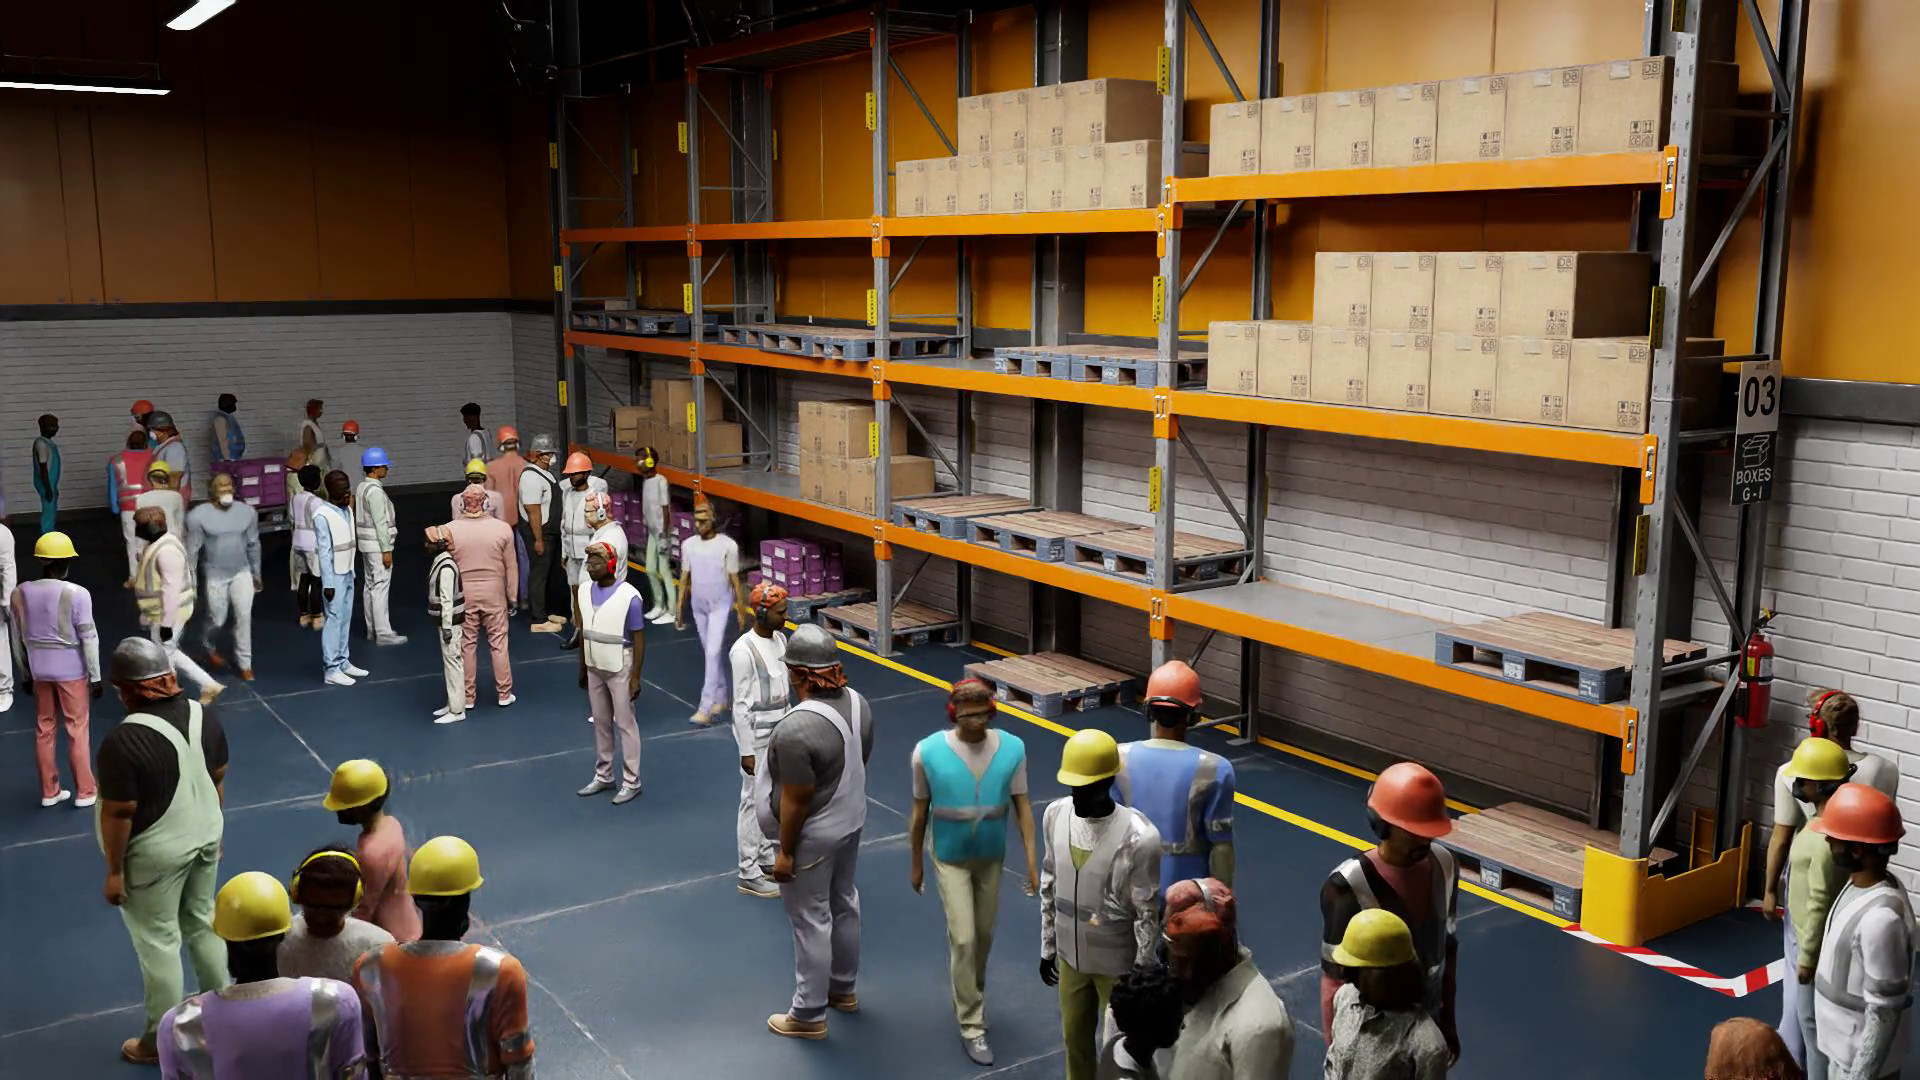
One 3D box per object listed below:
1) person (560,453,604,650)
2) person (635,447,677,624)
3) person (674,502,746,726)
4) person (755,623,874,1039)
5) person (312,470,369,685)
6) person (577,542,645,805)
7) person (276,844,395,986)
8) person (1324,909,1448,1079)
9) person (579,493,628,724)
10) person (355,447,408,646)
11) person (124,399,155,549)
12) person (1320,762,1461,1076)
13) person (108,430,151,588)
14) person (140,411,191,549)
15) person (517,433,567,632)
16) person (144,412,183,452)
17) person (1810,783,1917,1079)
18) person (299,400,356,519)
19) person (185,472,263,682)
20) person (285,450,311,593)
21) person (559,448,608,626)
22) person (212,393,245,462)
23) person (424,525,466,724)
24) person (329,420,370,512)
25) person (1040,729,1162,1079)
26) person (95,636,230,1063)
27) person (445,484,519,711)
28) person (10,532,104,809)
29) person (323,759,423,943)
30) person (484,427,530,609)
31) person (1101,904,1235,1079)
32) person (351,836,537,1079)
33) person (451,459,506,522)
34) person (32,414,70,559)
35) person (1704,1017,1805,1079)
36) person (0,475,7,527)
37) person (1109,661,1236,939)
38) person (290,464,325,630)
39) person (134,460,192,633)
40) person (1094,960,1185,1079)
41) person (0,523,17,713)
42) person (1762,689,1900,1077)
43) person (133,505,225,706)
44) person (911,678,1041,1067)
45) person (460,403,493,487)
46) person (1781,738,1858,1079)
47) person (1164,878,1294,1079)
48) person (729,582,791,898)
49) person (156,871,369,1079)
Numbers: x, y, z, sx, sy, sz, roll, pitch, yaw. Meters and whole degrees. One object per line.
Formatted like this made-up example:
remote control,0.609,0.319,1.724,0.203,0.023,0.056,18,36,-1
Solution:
person,-3.628,0.123,15.996,0.542,1.939,0.364,5,11,28
person,-3.148,-0.052,17.311,0.351,1.851,0.560,-7,12,-37
person,-2.097,0.606,13.507,0.552,1.815,0.869,4,11,23
person,-0.746,1.405,8.170,0.537,2.000,0.683,5,11,25
person,-5.572,0.325,14.869,0.371,1.916,0.597,0,10,1
person,-2.428,0.914,11.625,0.568,1.844,0.374,6,12,33
person,-2.186,1.902,5.877,0.550,1.831,0.575,2,10,10
person,1.346,2.025,5.406,0.323,1.741,0.490,-5,11,-29
person,-2.913,0.550,13.624,0.401,1.900,0.650,-1,10,-7
person,-5.717,0.061,16.329,0.384,1.948,0.605,-7,12,-34
person,-10.446,-0.814,21.358,0.407,1.986,0.621,0,10,3
person,1.579,1.778,6.024,0.612,2.031,0.404,-6,11,-29
person,-9.489,-0.356,19.279,0.640,1.799,0.706,-6,11,-30
person,-9.235,-0.498,19.342,0.535,2.000,0.688,-7,12,-36
person,-4.214,-0.089,16.938,0.535,2.000,0.680,-1,10,-6
person,-10.233,-0.738,21.324,0.610,1.870,0.968,-2,10,-12
person,3.229,1.823,6.028,0.376,1.934,0.547,4,10,22
person,-9.112,-1.107,23.693,1.030,1.774,0.559,-4,10,-22
person,-6.648,0.311,14.978,0.668,1.913,0.670,-9,13,-43
person,-7.473,-0.214,18.866,0.278,1.631,0.507,-7,12,-35
person,-3.871,-0.030,17.167,0.516,1.844,0.329,-3,10,-16
person,-10.567,-1.201,24.074,0.429,1.838,0.622,-3,10,-16
person,-4.201,0.682,13.620,0.313,1.634,0.514,-4,10,-20
person,-7.647,-0.637,20.997,0.563,1.752,0.327,-2,10,-12
person,0.550,1.698,6.815,0.586,1.920,0.398,9,13,42
person,-3.832,1.443,7.947,0.539,2.000,0.688,3,10,17
person,-4.046,0.479,14.002,0.652,1.906,0.402,-3,10,-15
person,-6.201,0.898,11.480,0.593,1.924,0.384,1,10,7
person,-2.527,1.752,7.087,0.930,1.708,0.536,-3,10,-17
person,-4.876,-0.261,18.176,0.667,1.955,0.832,-4,10,-21
person,0.661,2.019,5.136,0.577,1.839,0.929,5,11,29
person,-1.678,1.917,5.504,0.594,1.922,0.386,1,10,4
person,-4.871,0.059,16.880,0.525,1.769,0.309,-4,10,-21
person,-11.426,-0.660,20.886,0.351,1.839,0.506,-4,10,-21
person,2.290,2.175,4.873,0.515,1.626,0.371,-4,11,-24
person,-10.934,-0.252,18.349,0.664,1.874,0.971,-1,10,-7
person,0.927,1.542,7.402,0.609,2.035,0.416,4,10,22
person,-6.625,0.071,17.004,0.540,1.696,0.317,8,12,39
person,-8.166,0.059,16.971,0.352,1.741,0.570,5,11,28
person,0.510,2.099,5.151,0.329,1.684,0.536,1,10,4
person,-8.203,0.504,13.849,0.642,1.909,0.399,0,10,-1
person,3.986,1.601,7.622,0.562,1.838,0.384,-1,10,-3
person,-6.456,0.603,13.544,0.700,1.821,0.667,-6,11,-32
person,0.064,1.545,8.015,0.585,1.814,0.656,-4,10,-20
person,-6.144,-0.774,21.200,0.374,1.959,0.603,0,10,-1
person,3.680,1.713,7.191,0.340,1.761,0.525,5,11,28
person,0.768,1.978,5.246,0.400,1.894,0.653,-3,10,-19
person,-1.169,1.186,9.969,0.362,1.869,0.584,4,10,20
person,-2.149,1.966,5.202,0.594,1.927,0.367,-4,11,-23
